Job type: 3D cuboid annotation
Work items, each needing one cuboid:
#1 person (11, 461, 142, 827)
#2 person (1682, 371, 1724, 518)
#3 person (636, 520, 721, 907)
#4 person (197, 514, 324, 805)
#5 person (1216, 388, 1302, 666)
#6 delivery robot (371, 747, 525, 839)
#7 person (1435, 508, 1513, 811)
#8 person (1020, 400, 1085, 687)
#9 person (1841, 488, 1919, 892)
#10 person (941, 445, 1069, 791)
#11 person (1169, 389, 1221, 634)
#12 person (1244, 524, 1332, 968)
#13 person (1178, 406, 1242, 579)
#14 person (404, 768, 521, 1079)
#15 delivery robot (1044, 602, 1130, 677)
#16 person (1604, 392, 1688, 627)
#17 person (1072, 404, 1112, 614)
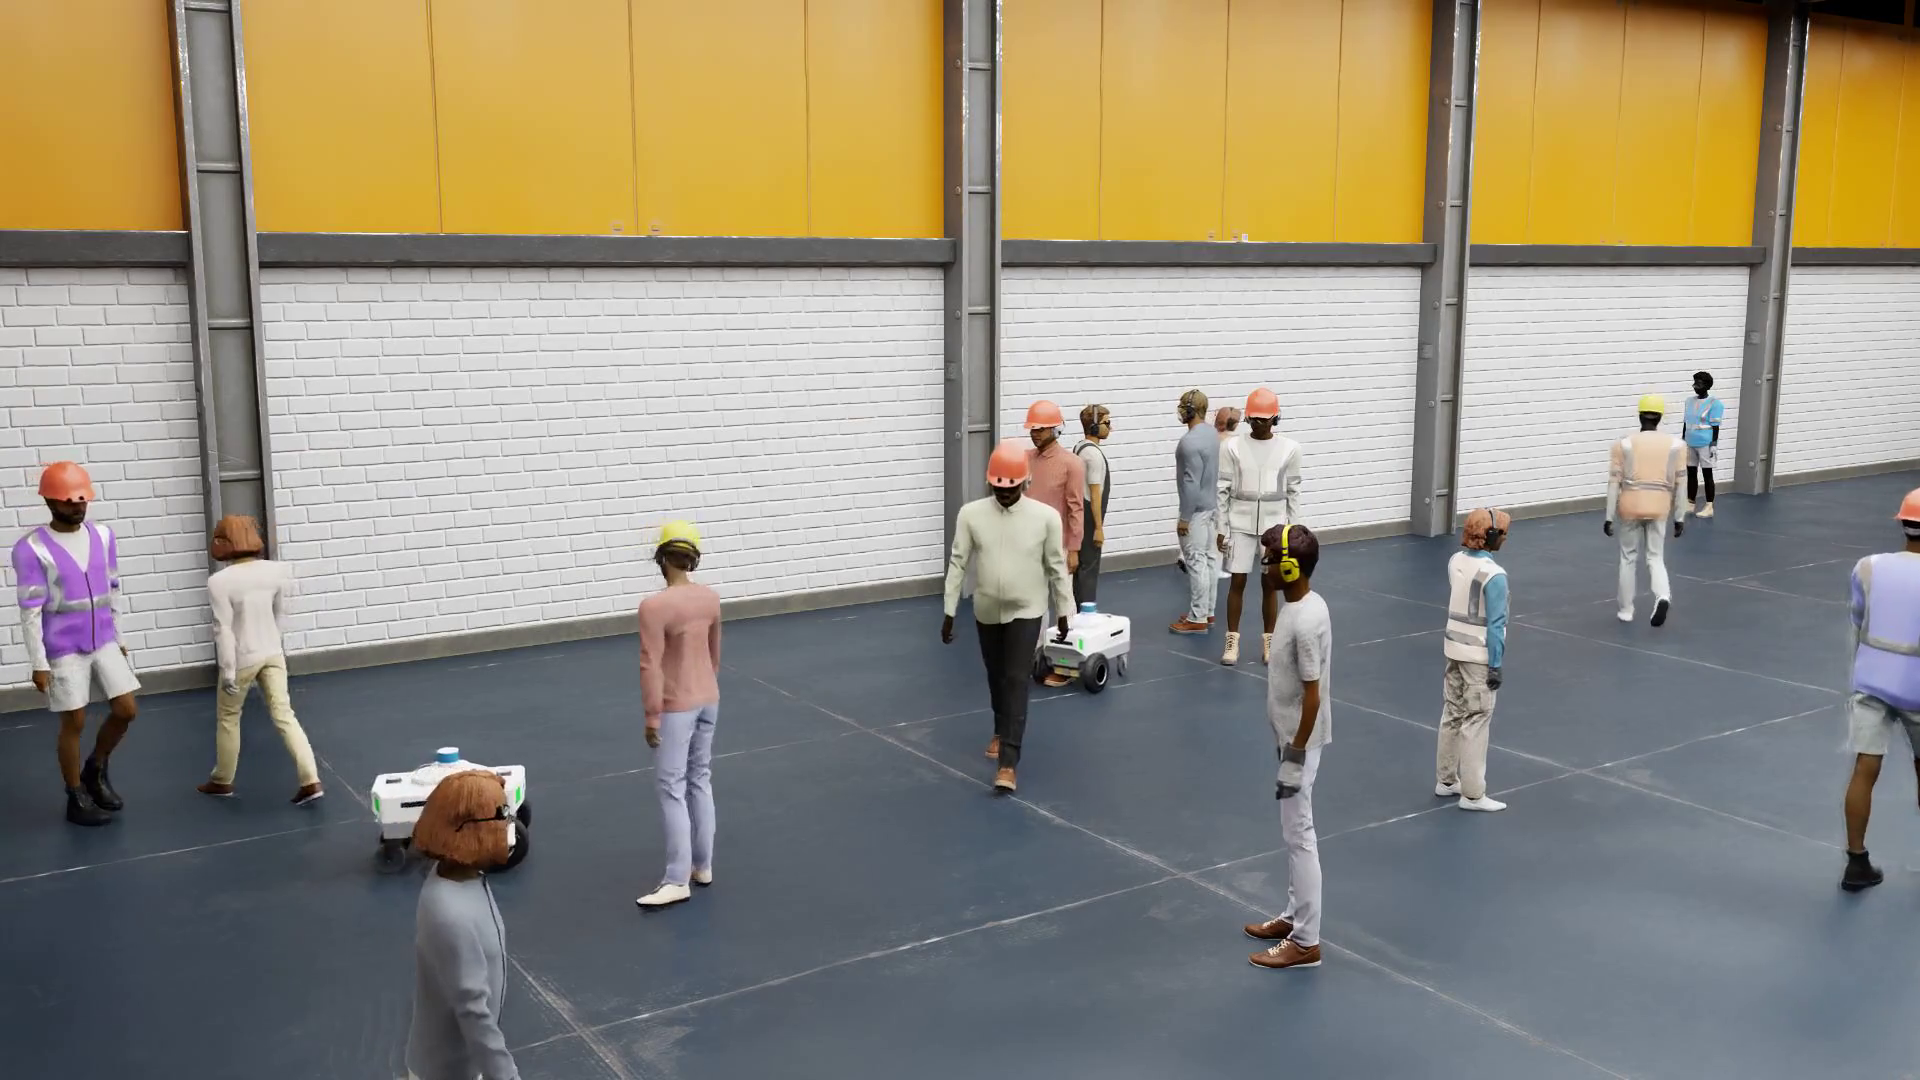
[{"bbox_3d":[-4.542,0.542,8.591,0.413,1.918,0.573,5,11,29],"label":"person"},{"bbox_3d":[8.558,-1.108,19.235,0.319,1.691,0.535,-4,10,-22],"label":"person"},{"bbox_3d":[-1.340,0.793,7.675,0.358,1.724,0.713,5,11,28],"label":"person"},{"bbox_3d":[-3.801,0.652,8.974,0.870,1.590,0.501,5,11,29],"label":"person"},{"bbox_3d":[2.160,-0.087,12.059,0.605,2.033,0.392,1,10,8],"label":"person"},{"bbox_3d":[-2.491,1.257,8.119,0.707,0.478,0.477,-2,10,-13],"label":"delivery robot"},{"bbox_3d":[2.757,0.635,8.917,0.311,1.631,0.506,-2,10,-11],"label":"person"},{"bbox_3d":[0.598,0.018,11.572,0.407,1.987,0.614,-9,13,-44],"label":"person"},{"bbox_3d":[4.485,0.679,7.844,0.934,1.892,0.571,-7,12,-36],"label":"person"},{"bbox_3d":[0.258,0.401,9.468,0.686,1.922,1.068,2,10,13],"label":"person"},{"bbox_3d":[1.866,-0.223,13.158,0.366,1.938,0.630,4,10,25],"label":"person"},{"bbox_3d":[1.376,0.853,6.915,0.327,1.862,0.517,2,10,9],"label":"person"},{"bbox_3d":[2.326,-0.430,15.364,0.503,1.614,0.536,-5,11,-27],"label":"person"},{"bbox_3d":[-1.287,1.393,4.456,0.858,1.590,0.500,-1,10,-8],"label":"person"},{"bbox_3d":[0.891,0.679,11.599,0.477,0.478,0.707,6,12,34],"label":"delivery robot"},{"bbox_3d":[5.512,-0.230,13.350,0.596,1.903,0.685,2,10,11],"label":"person"},{"bbox_3d":[1.010,-0.127,12.859,0.350,1.846,0.506,-2,10,-10],"label":"person"}]
